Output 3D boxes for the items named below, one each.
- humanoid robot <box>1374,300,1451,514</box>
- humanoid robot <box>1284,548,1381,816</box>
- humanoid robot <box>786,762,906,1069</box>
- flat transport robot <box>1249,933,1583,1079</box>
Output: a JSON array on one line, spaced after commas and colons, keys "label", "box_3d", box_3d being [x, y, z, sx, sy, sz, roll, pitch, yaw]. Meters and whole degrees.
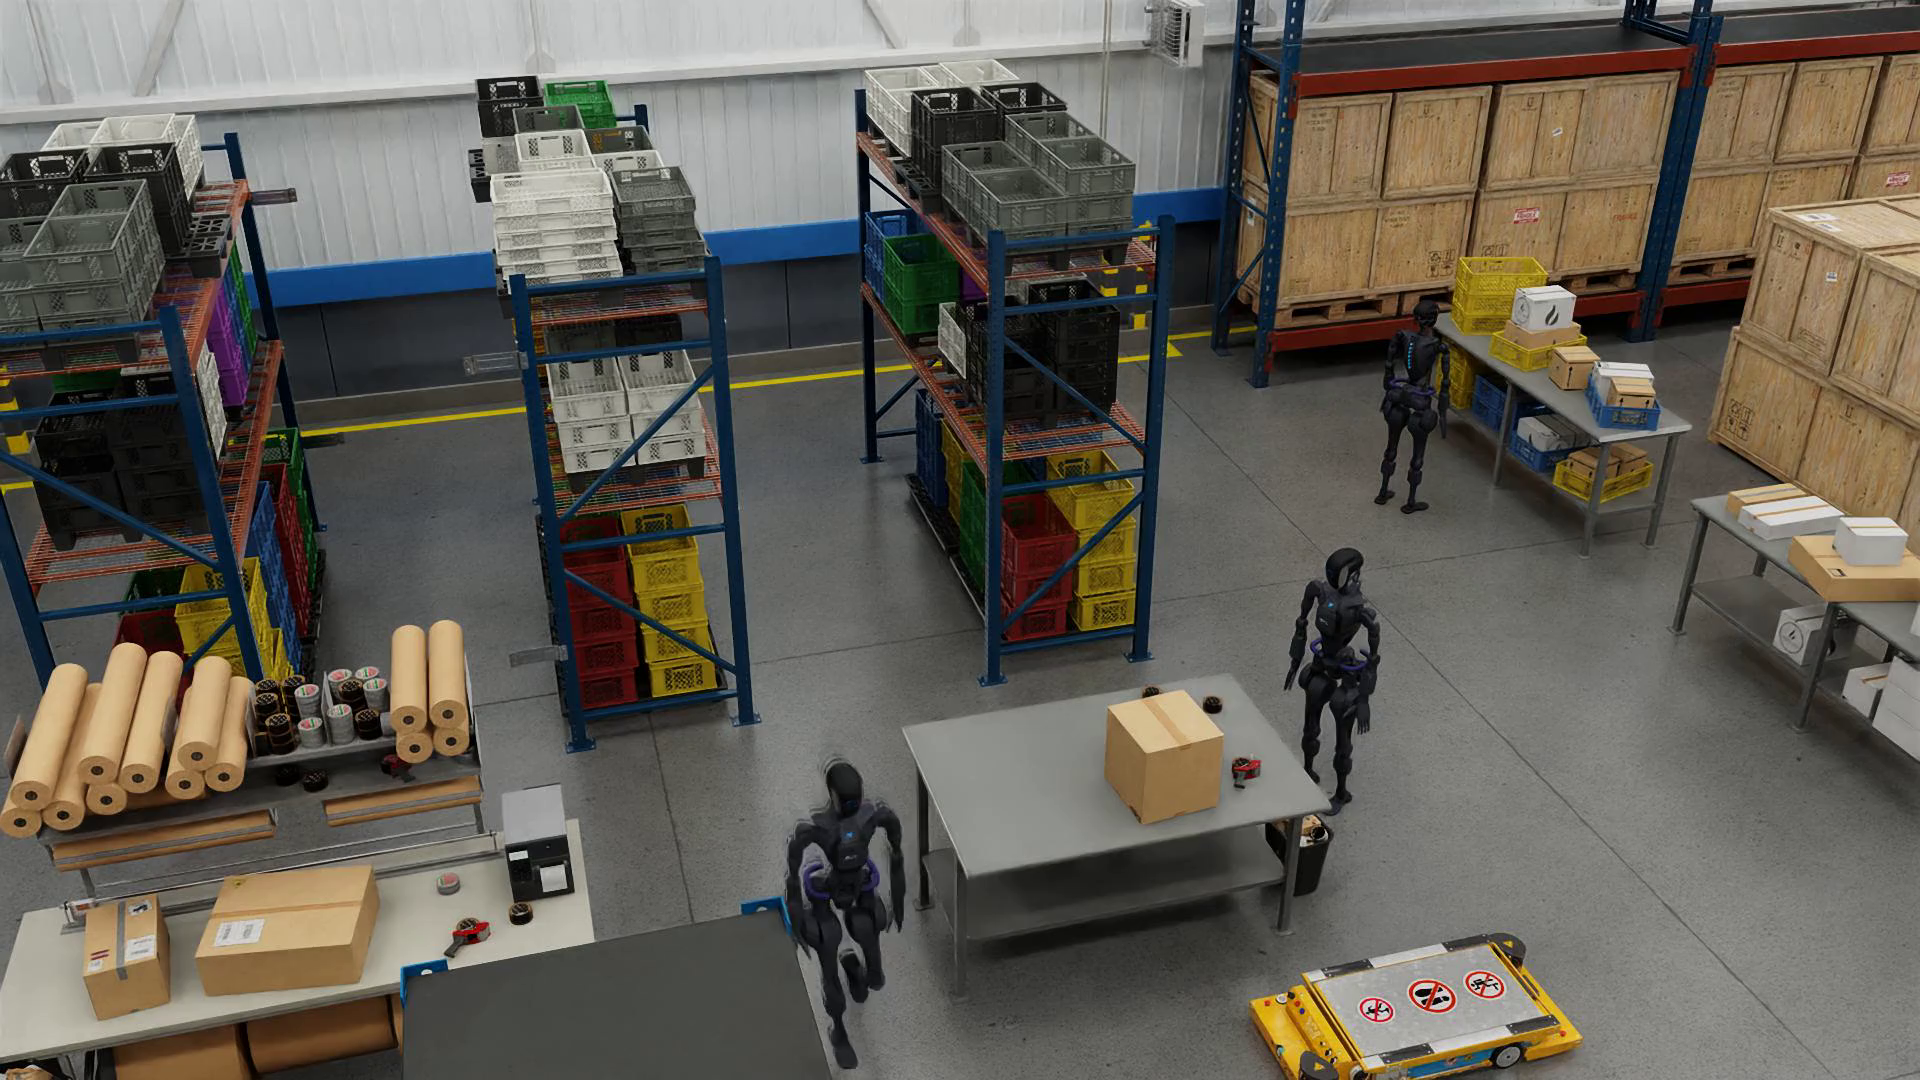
[{"label": "humanoid robot", "box_3d": [3.420, -1.021, 12.542, 0.326, 1.657, 0.588, -25, 37, -37]}, {"label": "humanoid robot", "box_3d": [2.080, 0.778, 9.269, 0.318, 1.657, 0.612, -21, 35, -33]}, {"label": "humanoid robot", "box_3d": [-0.553, 1.667, 7.667, 0.596, 1.642, 0.467, -10, 30, -17]}, {"label": "flat transport robot", "box_3d": [2.184, 2.282, 7.980, 1.431, 0.197, 0.652, -8, 30, -14]}]
